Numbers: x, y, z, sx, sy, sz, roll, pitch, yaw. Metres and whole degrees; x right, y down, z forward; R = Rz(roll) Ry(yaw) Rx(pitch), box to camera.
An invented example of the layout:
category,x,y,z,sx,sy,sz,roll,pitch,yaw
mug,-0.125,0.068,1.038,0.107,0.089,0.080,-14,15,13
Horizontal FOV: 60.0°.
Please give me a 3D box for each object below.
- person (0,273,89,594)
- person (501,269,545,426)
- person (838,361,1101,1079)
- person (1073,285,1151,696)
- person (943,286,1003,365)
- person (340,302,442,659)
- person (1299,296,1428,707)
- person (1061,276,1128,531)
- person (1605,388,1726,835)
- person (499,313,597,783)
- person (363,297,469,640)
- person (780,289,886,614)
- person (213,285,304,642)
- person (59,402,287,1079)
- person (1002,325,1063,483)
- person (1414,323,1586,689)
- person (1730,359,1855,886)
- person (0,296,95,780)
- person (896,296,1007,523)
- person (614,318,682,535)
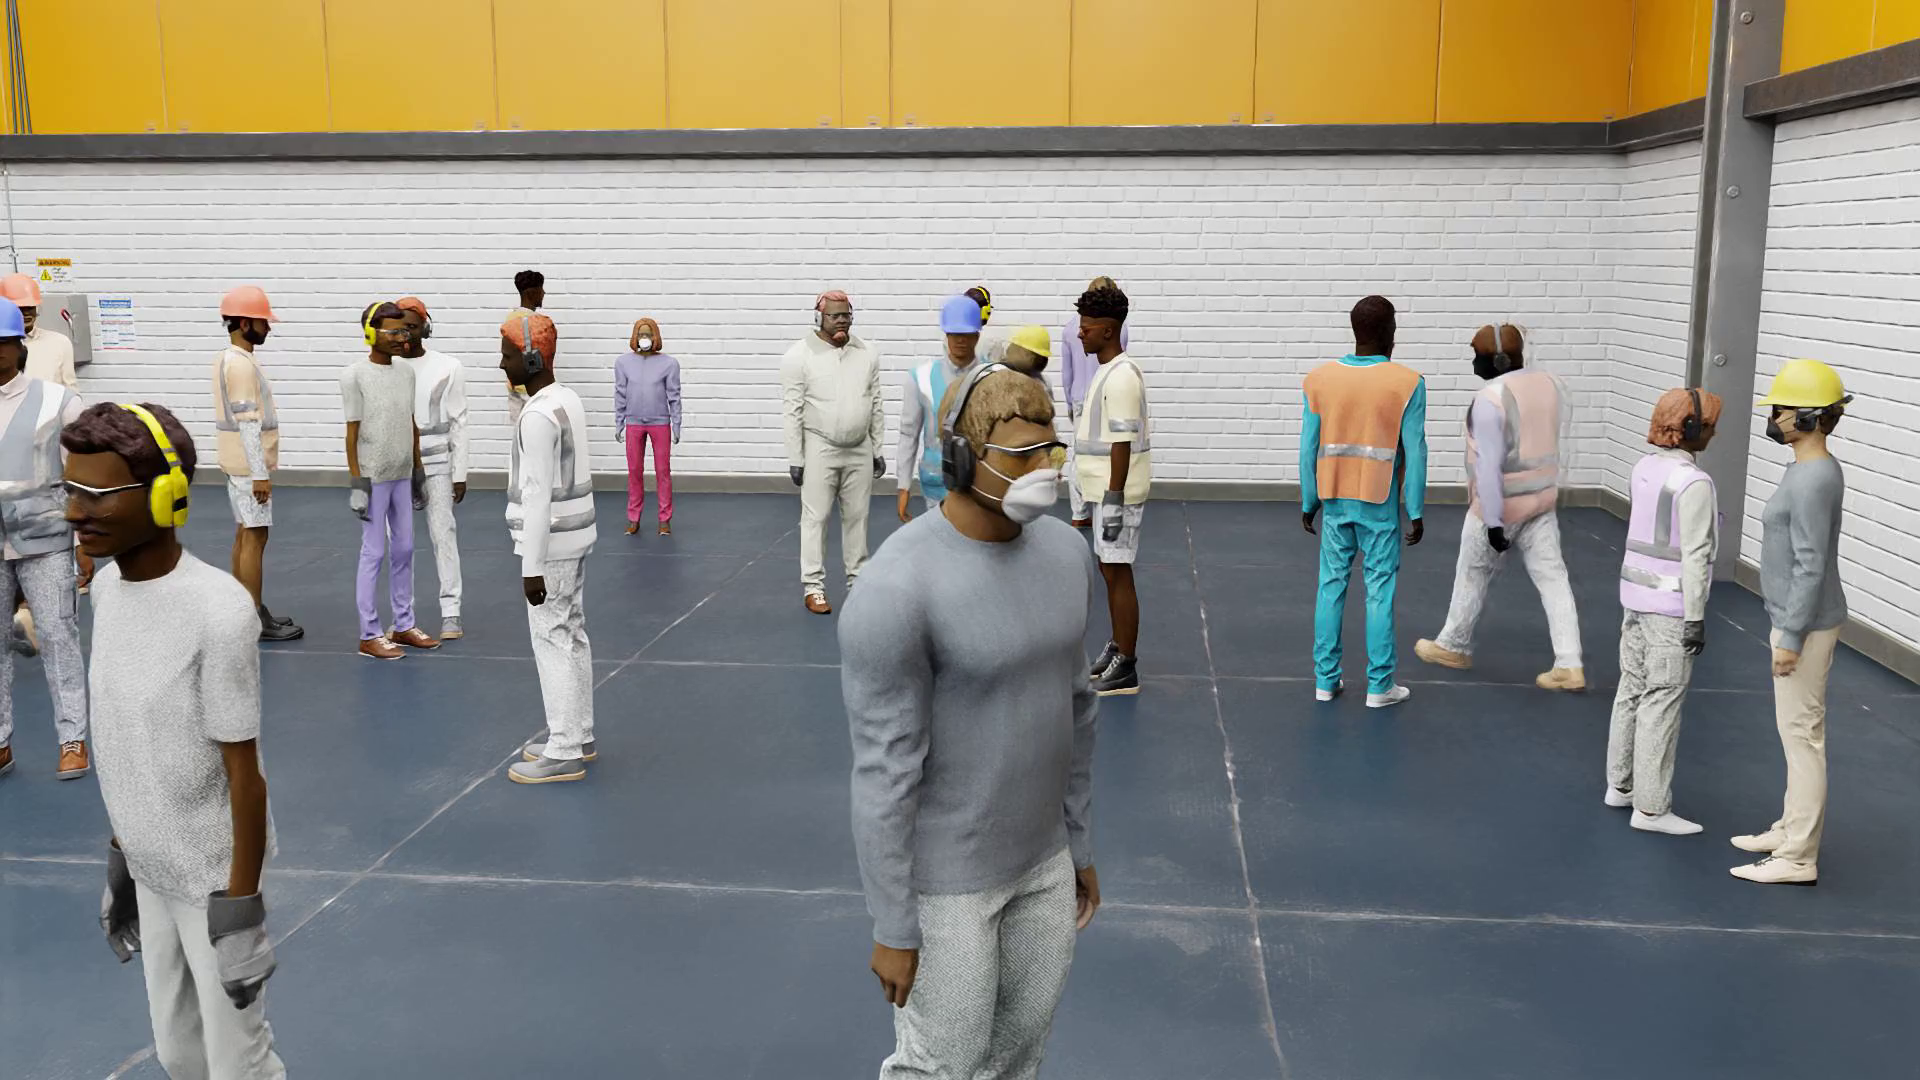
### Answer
category,x,y,z,sx,sy,sz,roll,pitch,yaw
person,-5.633,-0.614,10.091,0.400,1.986,0.614,8,13,37
person,-3.612,-1.283,13.970,0.371,1.966,0.608,-10,14,-44
person,0.035,0.628,3.153,0.370,1.932,0.624,8,13,38
person,0.723,-0.238,8.019,0.379,1.957,0.607,0,10,-2
person,0.114,-0.856,11.803,0.516,1.872,0.327,6,12,30
person,-2.996,-0.310,8.712,0.323,1.861,0.514,5,11,26
person,1.872,-0.175,7.772,0.597,1.913,0.370,6,12,32
person,1.028,-1.006,12.484,0.378,1.933,0.628,-8,13,-40
person,2.589,0.258,6.111,0.310,1.633,0.517,0,10,-2
person,-1.648,0.039,6.667,0.361,1.879,0.583,0,10,-1
person,-2.959,-0.379,9.066,0.576,1.876,0.348,0,10,-1
person,-0.724,-0.517,9.790,0.636,1.900,0.404,-6,12,-31
person,-3.838,-0.404,9.072,0.375,1.934,0.553,-6,11,-30
person,-1.476,0.660,3.171,0.516,1.862,0.344,8,12,37
person,0.405,-0.472,10.175,0.514,1.665,0.967,-9,13,-42
person,2.696,-0.168,8.146,0.631,1.780,0.998,-5,11,-28
person,2.798,0.280,5.594,0.328,1.769,0.526,5,11,28
person,-3.778,0.005,6.641,0.610,1.950,0.378,-3,10,-16
person,-0.008,-0.281,8.465,0.623,1.892,1.027,1,10,7
person,-2.329,-0.845,12.440,0.503,1.628,0.291,0,10,2
